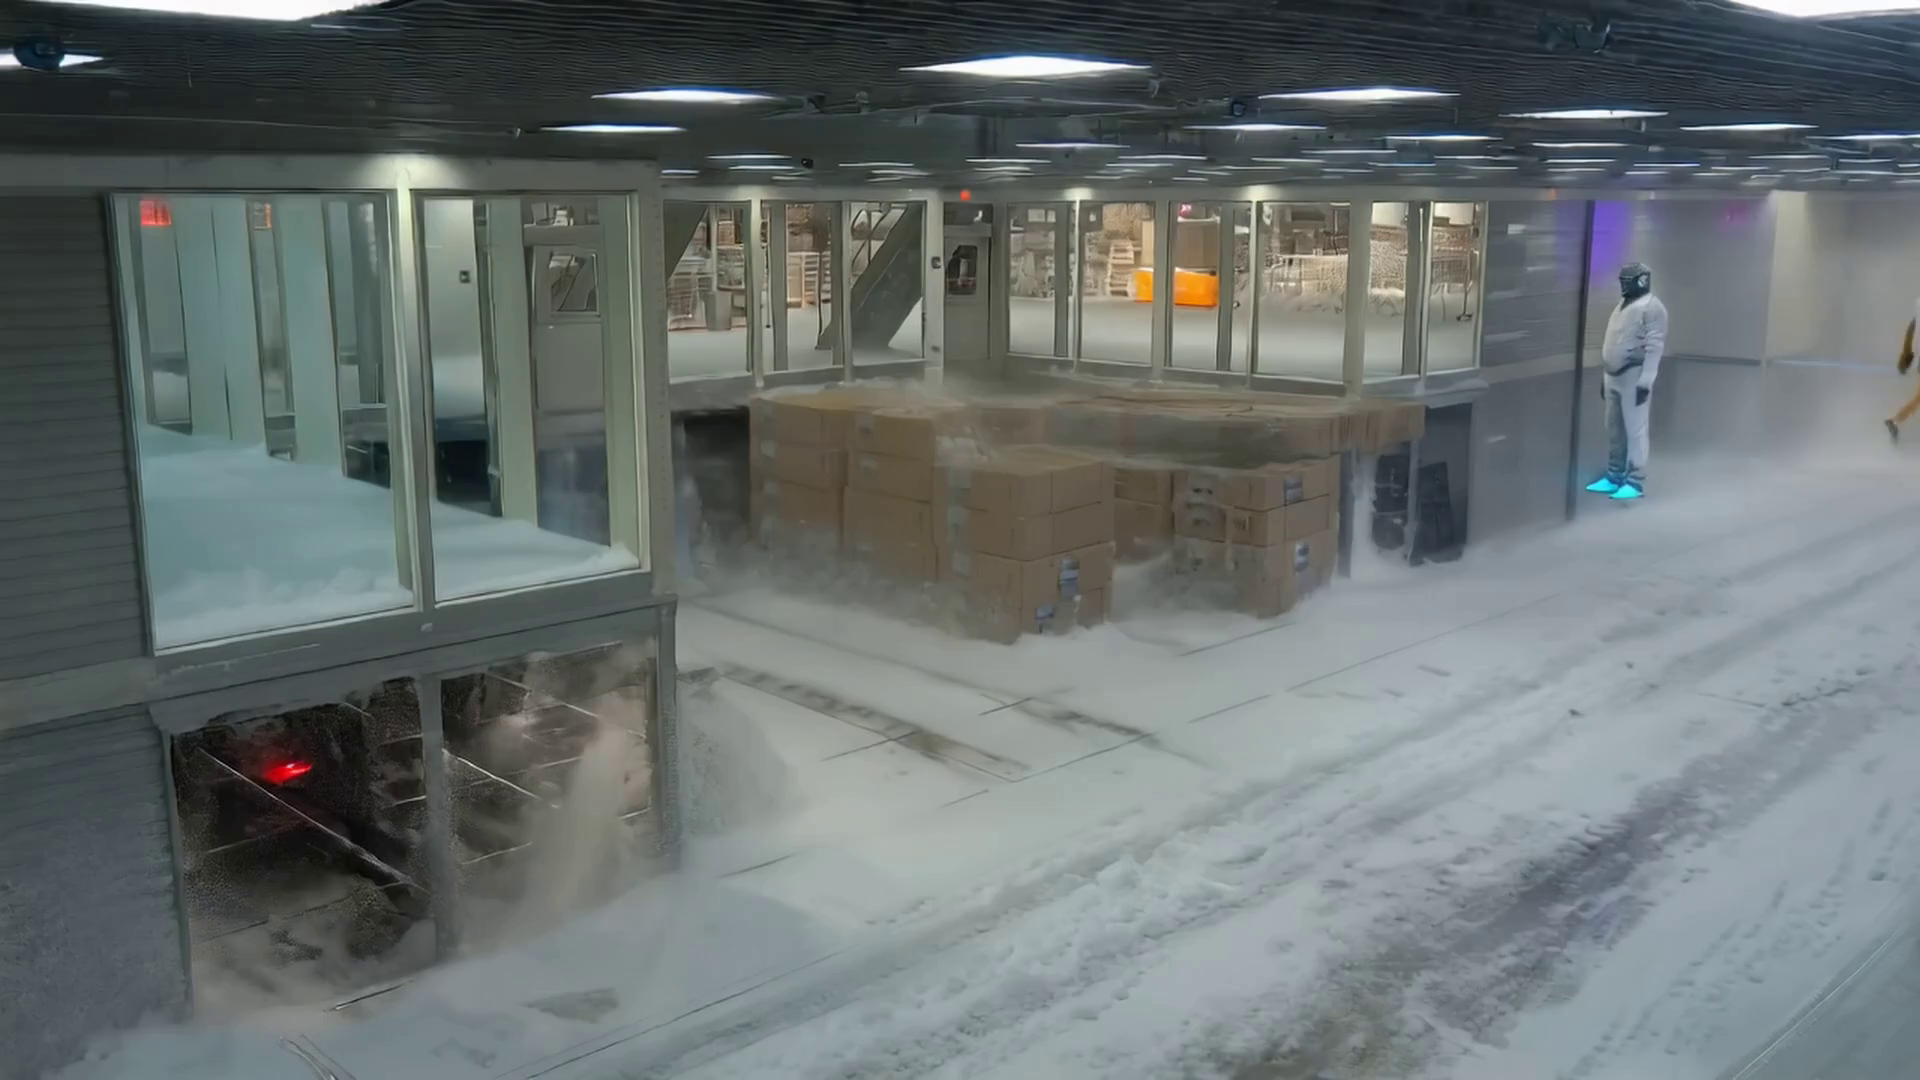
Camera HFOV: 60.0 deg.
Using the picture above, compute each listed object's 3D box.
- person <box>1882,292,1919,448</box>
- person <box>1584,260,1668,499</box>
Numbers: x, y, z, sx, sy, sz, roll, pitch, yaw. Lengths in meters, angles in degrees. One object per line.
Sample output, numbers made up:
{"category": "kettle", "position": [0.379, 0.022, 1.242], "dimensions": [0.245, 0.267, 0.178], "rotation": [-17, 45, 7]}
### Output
{"category": "person", "position": [9.385, -1.802, 16.178], "dimensions": [0.785, 1.846, 0.513], "rotation": [-2, 11, -10]}
{"category": "person", "position": [5.384, -1.292, 13.436], "dimensions": [0.410, 1.909, 0.643], "rotation": [-2, 11, -9]}
